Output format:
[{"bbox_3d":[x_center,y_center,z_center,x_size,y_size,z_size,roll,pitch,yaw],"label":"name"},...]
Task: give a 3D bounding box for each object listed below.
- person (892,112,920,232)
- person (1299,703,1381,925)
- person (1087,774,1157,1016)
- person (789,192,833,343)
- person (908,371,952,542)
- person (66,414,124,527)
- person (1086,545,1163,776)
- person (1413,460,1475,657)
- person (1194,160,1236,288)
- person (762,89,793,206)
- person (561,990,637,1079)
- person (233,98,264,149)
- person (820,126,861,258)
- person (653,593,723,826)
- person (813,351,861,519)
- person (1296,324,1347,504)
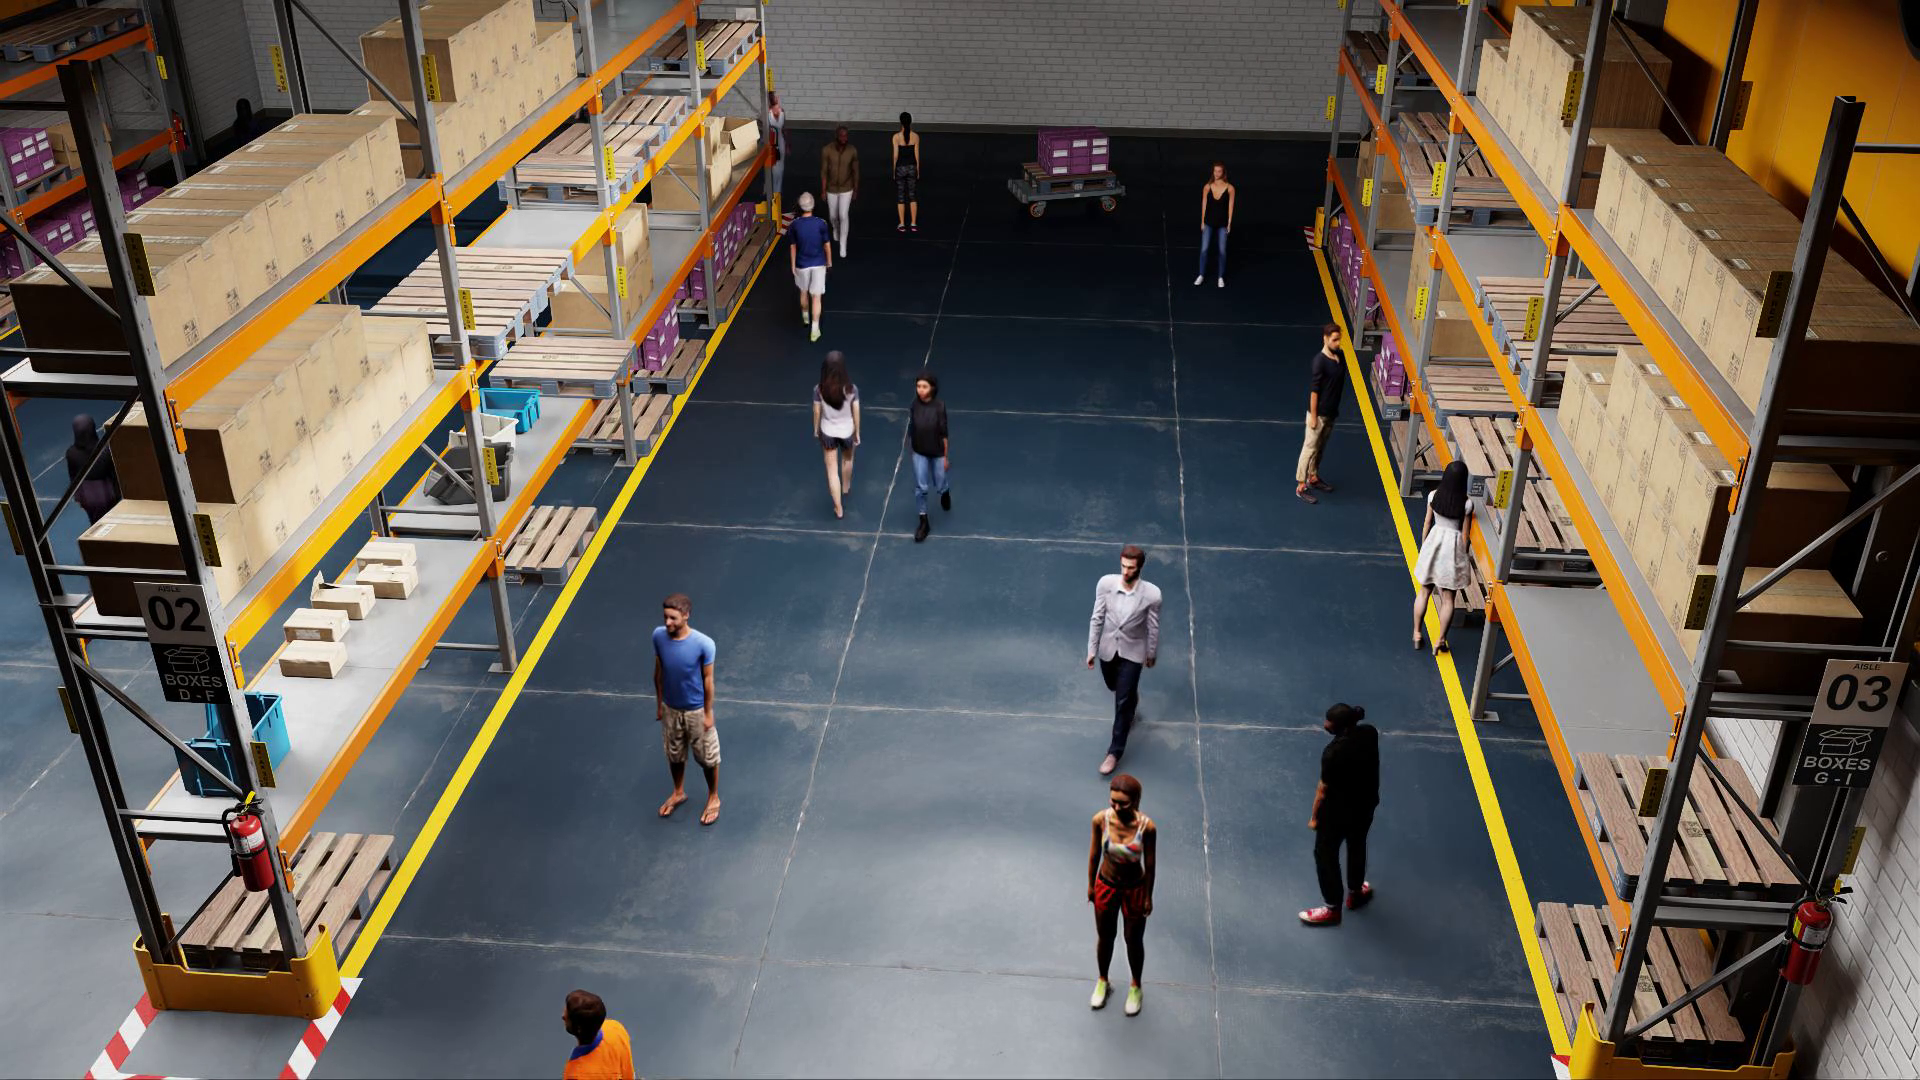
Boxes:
[{"bbox_3d":[-0.788,-5.369,24.274,0.629,1.721,0.640,-8,30,-15],"label":"person"},{"bbox_3d":[2.651,1.787,11.150,0.831,1.726,0.845,-11,30,-19],"label":"person"},{"bbox_3d":[1.013,2.183,10.364,0.608,1.785,0.576,8,30,14],"label":"person"},{"bbox_3d":[-1.834,-3.324,20.448,0.736,1.795,1.098,0,29,0],"label":"person"},{"bbox_3d":[-0.272,-0.846,16.021,0.635,1.684,0.903,6,29,12],"label":"person"},{"bbox_3d":[-7.889,-0.380,15.246,0.728,1.609,0.846,-6,29,-11],"label":"person"},{"bbox_3d":[1.280,0.817,12.829,0.984,1.821,1.290,14,32,25],"label":"person"},{"bbox_3d":[4.106,0.147,14.111,0.777,1.769,0.802,19,34,31],"label":"person"},{"bbox_3d":[3.421,-4.226,22.179,0.628,1.721,0.560,7,29,13],"label":"person"},{"bbox_3d":[-2.887,-5.997,25.373,0.815,1.772,0.763,23,36,35],"label":"person"},{"bbox_3d":[-1.751,3.100,8.646,0.932,1.819,1.231,8,30,14],"label":"person"},{"bbox_3d":[-10.632,-5.758,24.976,0.608,1.732,0.536,5,29,9],"label":"person"},{"bbox_3d":[-1.703,-4.945,23.414,0.825,1.800,1.008,-2,29,-4],"label":"person"},{"bbox_3d":[-1.987,1.193,12.095,0.695,1.864,0.636,8,30,15],"label":"person"},{"bbox_3d":[-1.205,-1.009,16.319,0.734,1.684,0.986,-4,29,-8],"label":"person"},{"bbox_3d":[3.628,-1.300,16.675,0.769,1.855,0.679,24,36,36],"label":"person"}]
